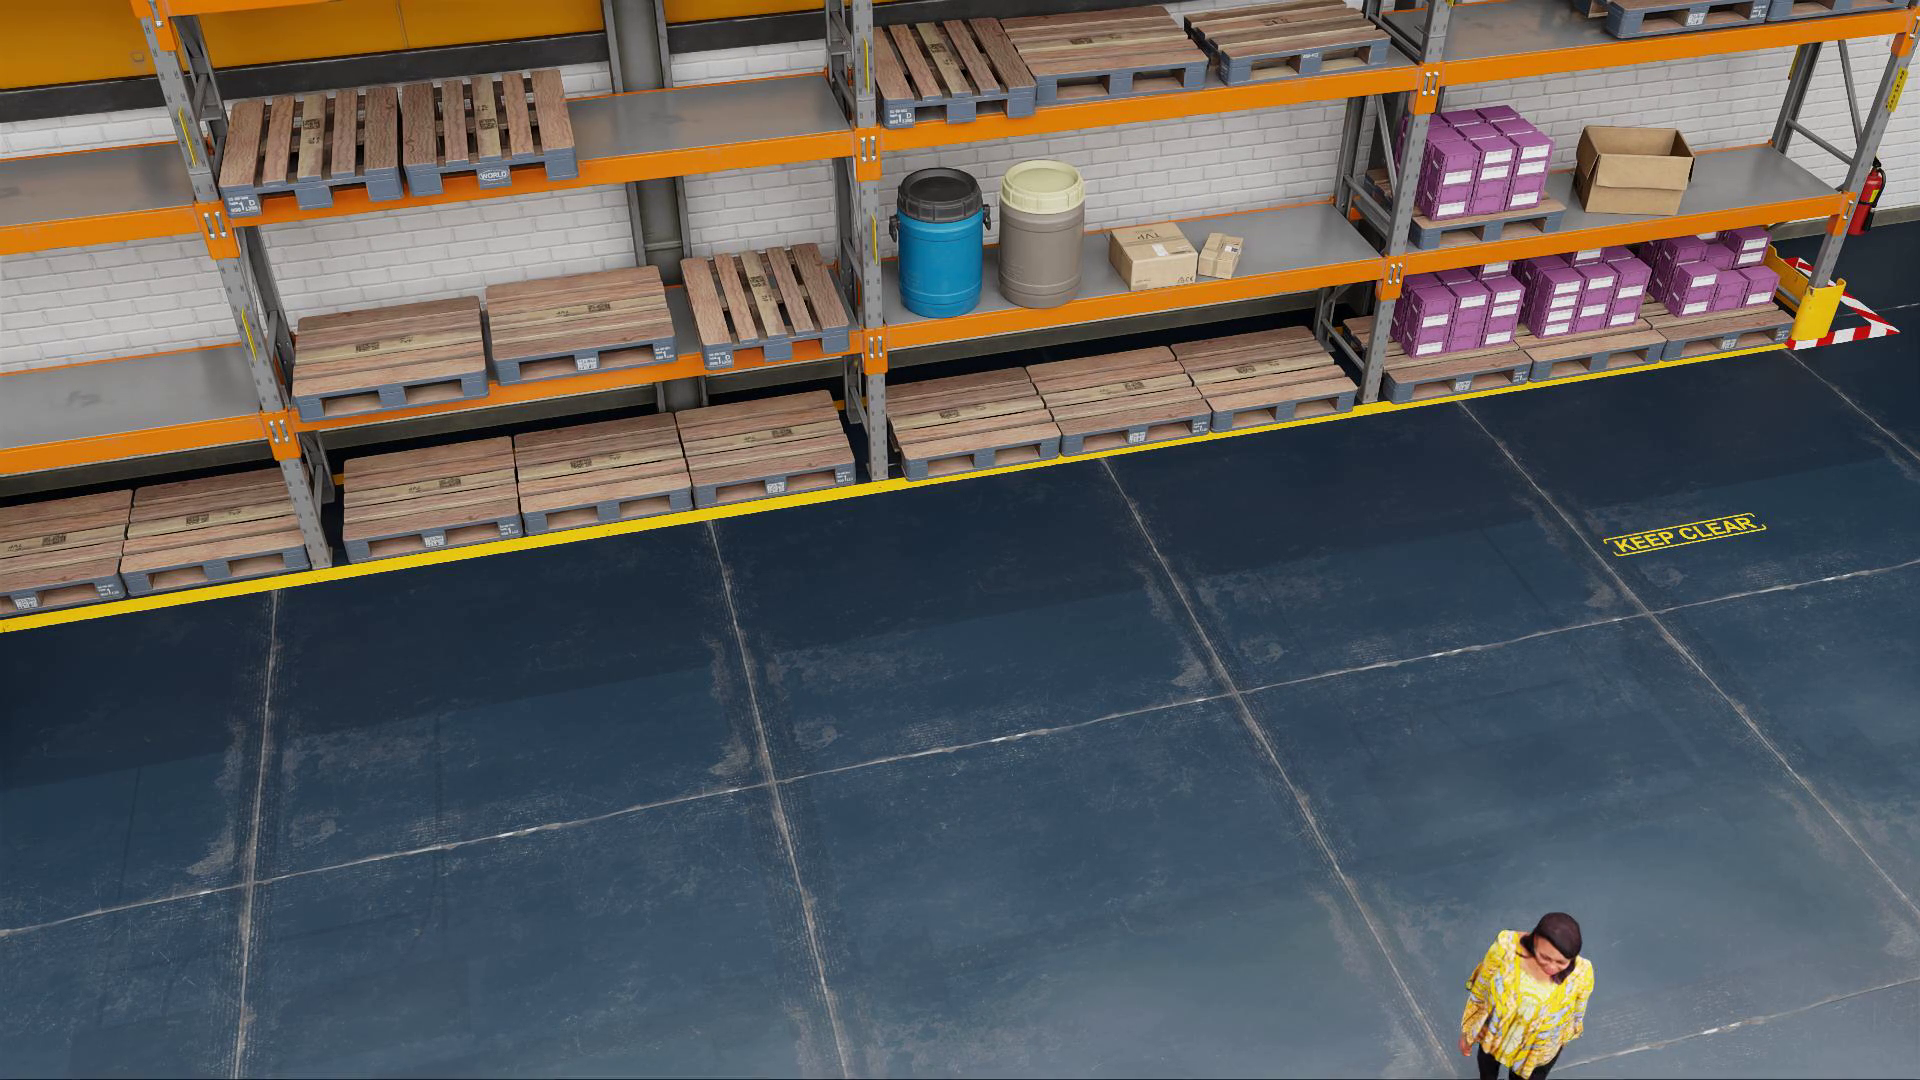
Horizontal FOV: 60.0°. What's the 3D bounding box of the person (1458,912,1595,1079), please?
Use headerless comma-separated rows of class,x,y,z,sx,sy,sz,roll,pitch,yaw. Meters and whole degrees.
person,2.615,2.231,7.785,1.079,1.620,1.116,17,42,20
